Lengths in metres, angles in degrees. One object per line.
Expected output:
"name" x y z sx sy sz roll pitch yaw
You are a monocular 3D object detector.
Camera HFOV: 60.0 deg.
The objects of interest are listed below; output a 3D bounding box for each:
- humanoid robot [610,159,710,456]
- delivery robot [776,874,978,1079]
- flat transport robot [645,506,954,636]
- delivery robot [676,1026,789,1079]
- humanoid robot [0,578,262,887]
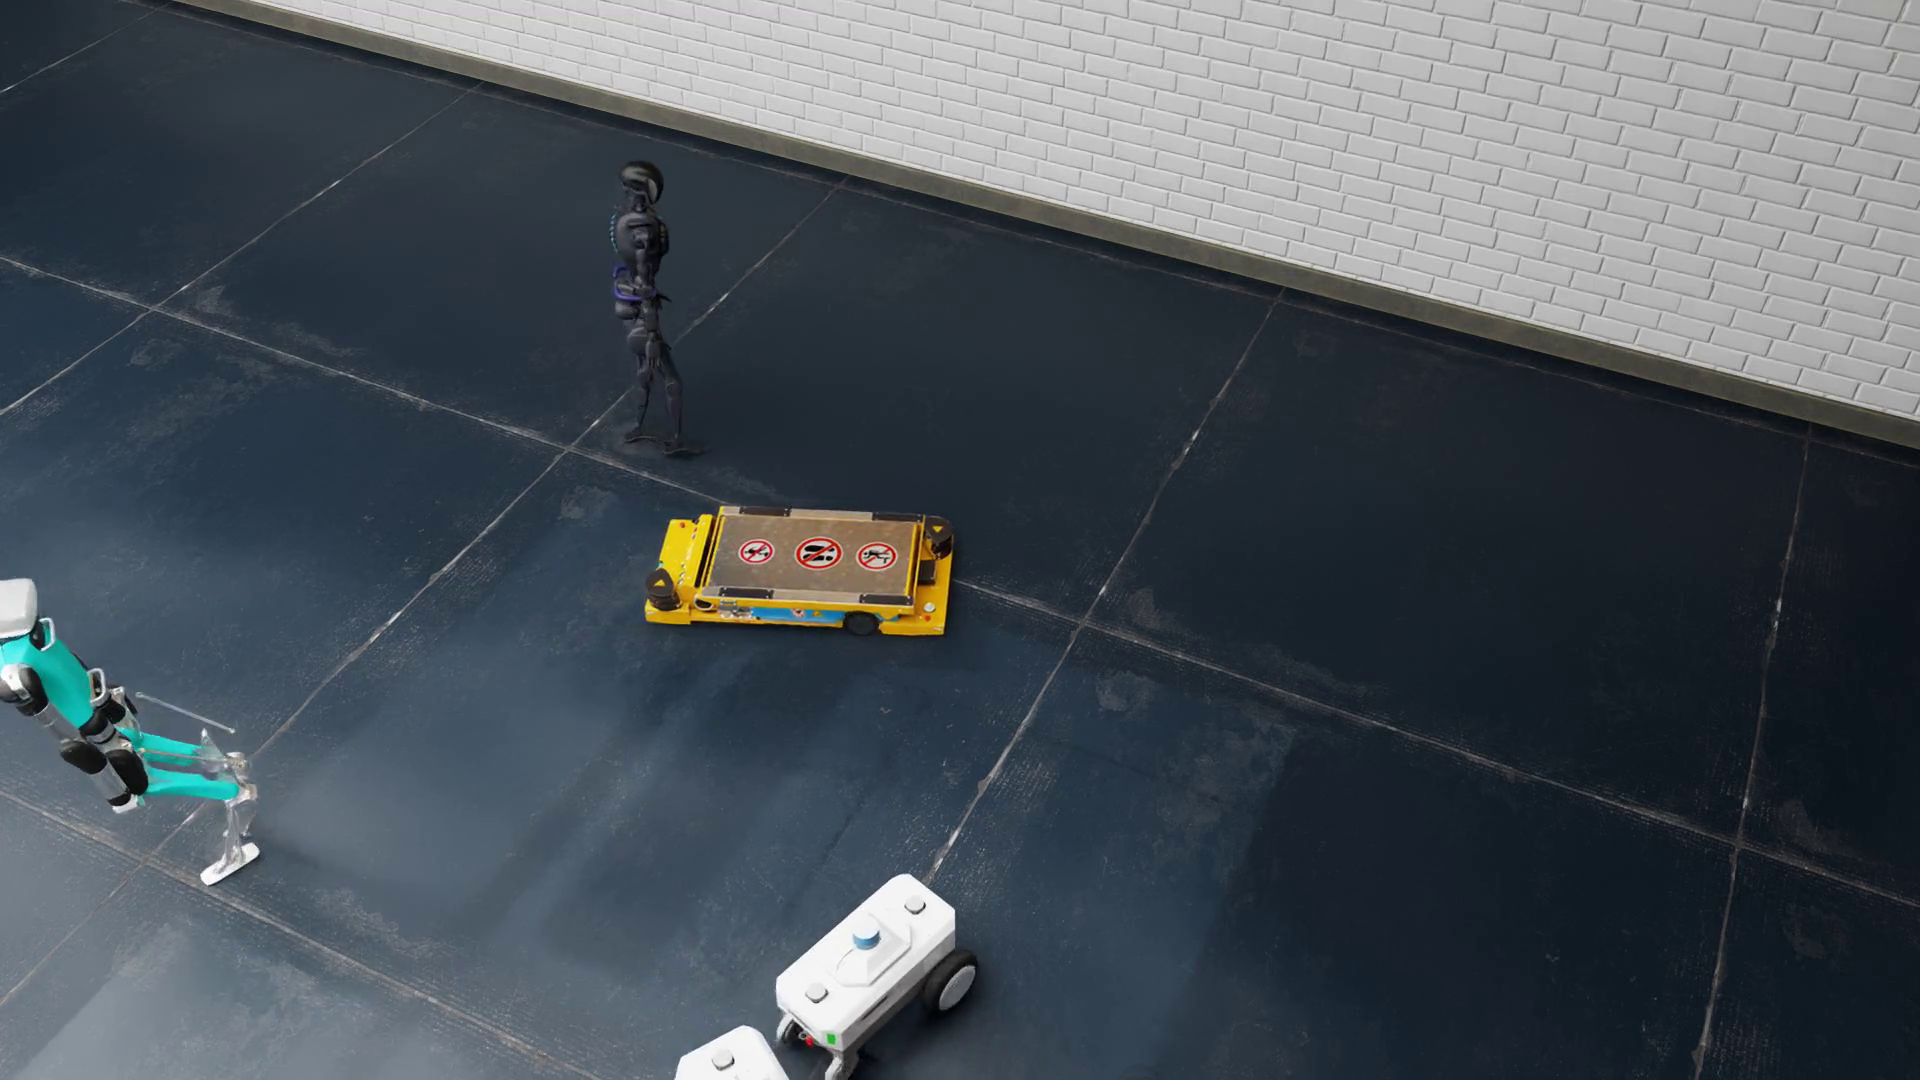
"humanoid robot" -1.603 -1.180 8.509 0.455 1.642 0.611 -8 43 -9
"delivery robot" -0.329 1.627 6.302 0.499 0.612 0.805 32 52 30
"flat transport robot" -0.765 0.146 8.097 1.431 0.231 0.659 3 43 3
"delivery robot" -0.697 2.083 5.786 0.499 0.580 0.756 -23 48 -23
"humanoid robot" -3.063 0.764 6.372 0.807 1.795 0.536 -18 46 -18
